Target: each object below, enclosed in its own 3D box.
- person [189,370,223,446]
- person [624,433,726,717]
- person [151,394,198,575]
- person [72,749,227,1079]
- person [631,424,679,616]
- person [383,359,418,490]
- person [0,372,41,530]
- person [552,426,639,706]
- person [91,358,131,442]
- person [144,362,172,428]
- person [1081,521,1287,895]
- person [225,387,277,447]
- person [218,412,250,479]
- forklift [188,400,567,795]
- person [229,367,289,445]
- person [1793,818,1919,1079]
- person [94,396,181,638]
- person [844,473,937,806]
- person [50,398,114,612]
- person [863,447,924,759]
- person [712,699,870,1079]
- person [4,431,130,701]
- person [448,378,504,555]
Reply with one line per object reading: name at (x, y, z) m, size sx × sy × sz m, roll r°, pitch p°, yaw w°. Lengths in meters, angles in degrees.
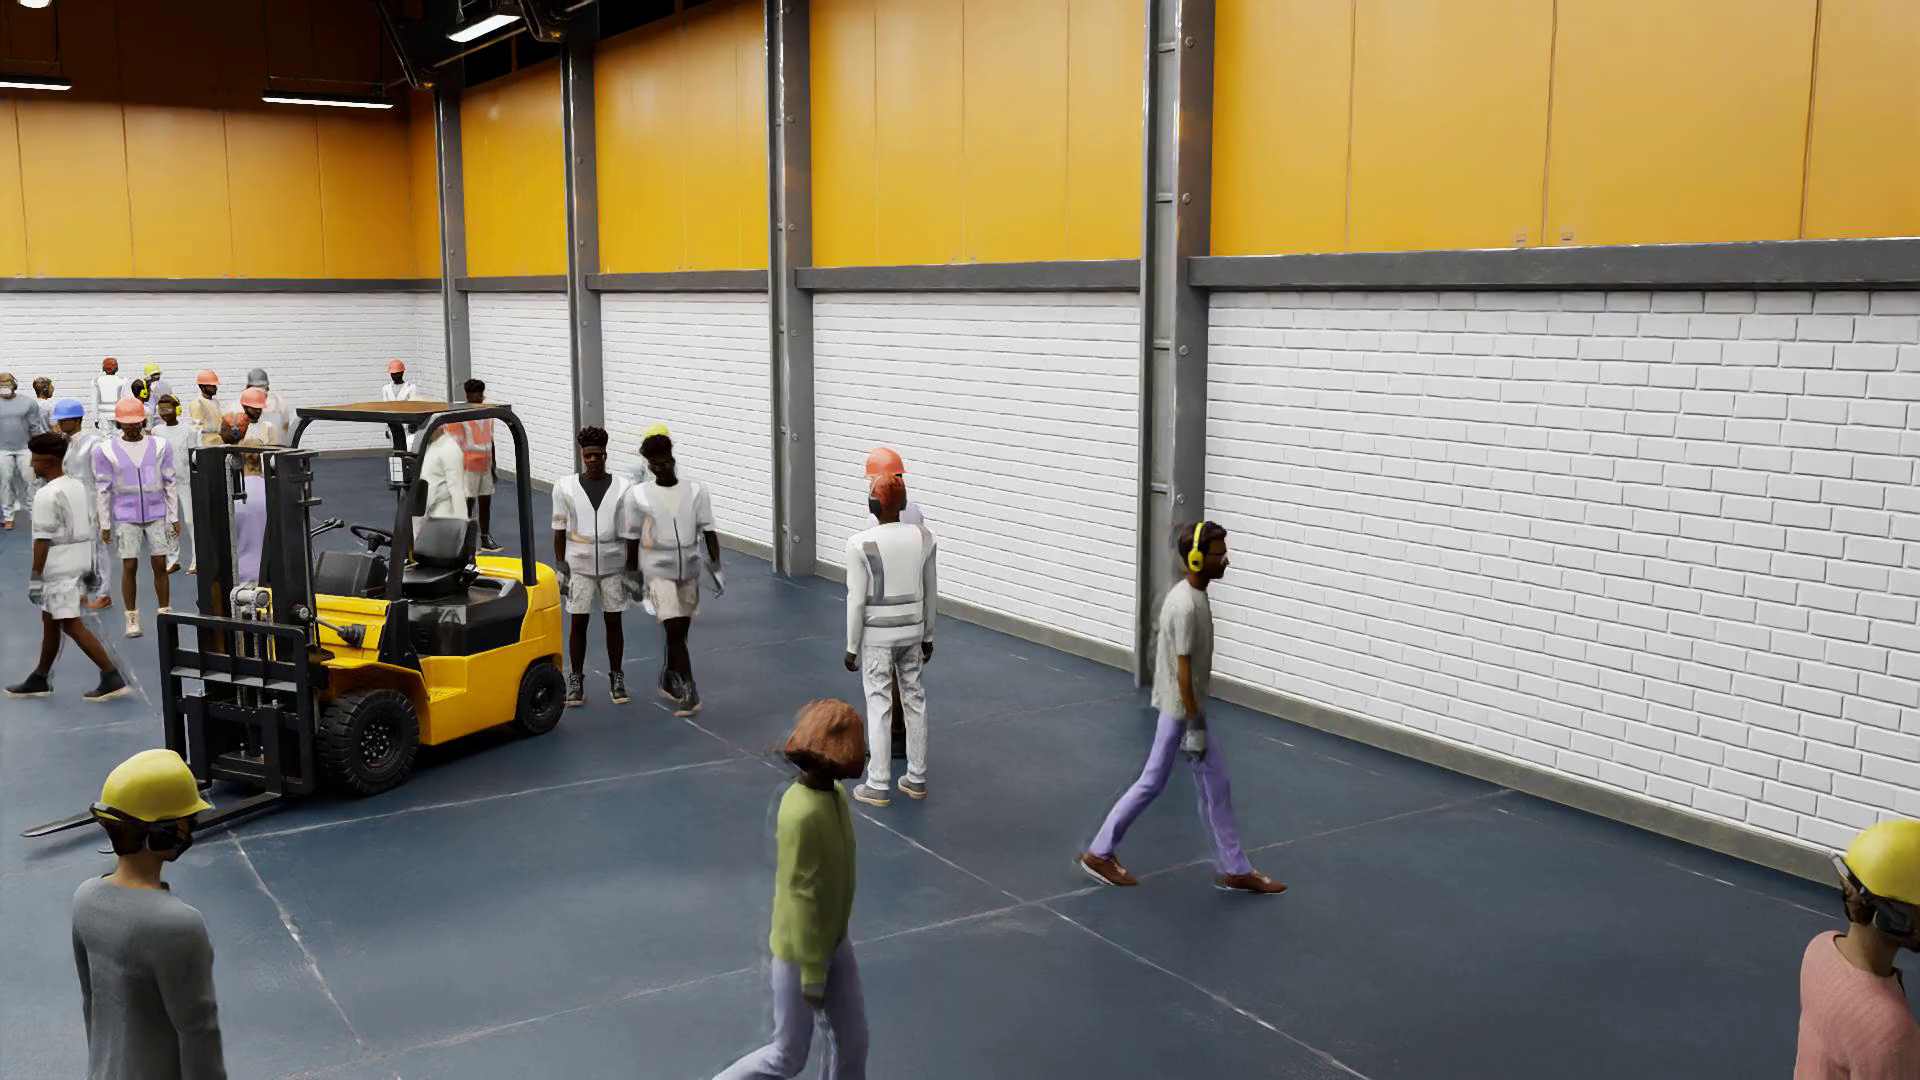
person at (-9.282, -1.140, 20.632) m, size 0.356 × 1.937 × 0.552 m, roll 1°, pitch 8°, yaw 3°
person at (-1.961, 0.224, 11.483) m, size 0.639 × 1.916 × 0.715 m, roll -5°, pitch 10°, yaw -29°
person at (-8.018, -0.565, 17.026) m, size 0.506 × 1.864 × 0.332 m, roll 1°, pitch 8°, yaw 6°
person at (-1.997, 1.394, 4.175) m, size 0.527 × 1.761 × 0.338 m, roll 6°, pitch 10°, yaw 36°
person at (-2.663, -0.171, 14.809) m, size 0.397 × 1.729 × 0.501 m, roll 7°, pitch 11°, yaw 39°
person at (-8.157, -1.669, 24.250) m, size 0.539 × 1.930 × 0.387 m, roll 1°, pitch 9°, yaw 7°
person at (-11.543, -1.080, 20.275) m, size 0.637 × 1.930 × 0.371 m, roll -5°, pitch 10°, yaw -29°
person at (-2.538, 0.179, 11.642) m, size 0.605 × 1.966 × 0.373 m, roll -2°, pitch 9°, yaw -13°
person at (-13.209, -1.903, 25.955) m, size 0.583 × 1.882 × 0.338 m, roll -2°, pitch 9°, yaw -12°
person at (-12.259, -1.793, 25.399) m, size 0.403 × 1.828 × 0.593 m, roll 1°, pitch 8°, yaw 6°
person at (1.045, 0.803, 7.955) m, size 0.986 × 1.824 × 0.536 m, roll 3°, pitch 9°, yaw 18°
person at (-7.217, -0.599, 17.027) m, size 0.390 × 1.925 × 0.550 m, roll 8°, pitch 11°, yaw 42°
person at (-6.098, -0.146, 14.118) m, size 0.355 × 1.883 × 0.575 m, roll -4°, pitch 9°, yaw -27°
forklift at (-3.529, 0.258, 10.348) m, size 1.214 × 2.155 × 2.313 m, roll 4°, pitch 9°, yaw 25°
person at (-8.206, -1.038, 19.601) m, size 0.703 × 2.000 × 0.537 m, roll -7°, pitch 11°, yaw -41°
person at (1.993, 1.465, 3.688) m, size 0.345 × 1.758 × 0.532 m, roll 2°, pitch 9°, yaw 12°
person at (-6.879, -0.192, 13.945) m, size 0.612 × 2.031 × 0.403 m, roll -6°, pitch 10°, yaw -34°
person at (-0.393, 0.557, 9.378) m, size 0.574 × 1.884 × 0.356 m, roll -5°, pitch 10°, yaw -32°
person at (-7.972, -0.316, 15.050) m, size 0.614 × 1.944 × 0.403 m, roll 3°, pitch 9°, yaw 19°
person at (-0.444, 0.389, 10.333) m, size 0.366 × 1.933 × 0.551 m, roll 4°, pitch 9°, yaw 24°
person at (-0.524, 1.295, 5.321) m, size 0.715 × 1.598 × 0.531 m, roll 3°, pitch 9°, yaw 18°
person at (-6.345, 0.190, 11.728) m, size 0.920 × 1.927 × 0.625 m, roll -1°, pitch 8°, yaw -6°
person at (-5.346, -0.807, 18.351) m, size 0.387 × 1.953 × 0.608 m, roll 5°, pitch 10°, yaw 29°
